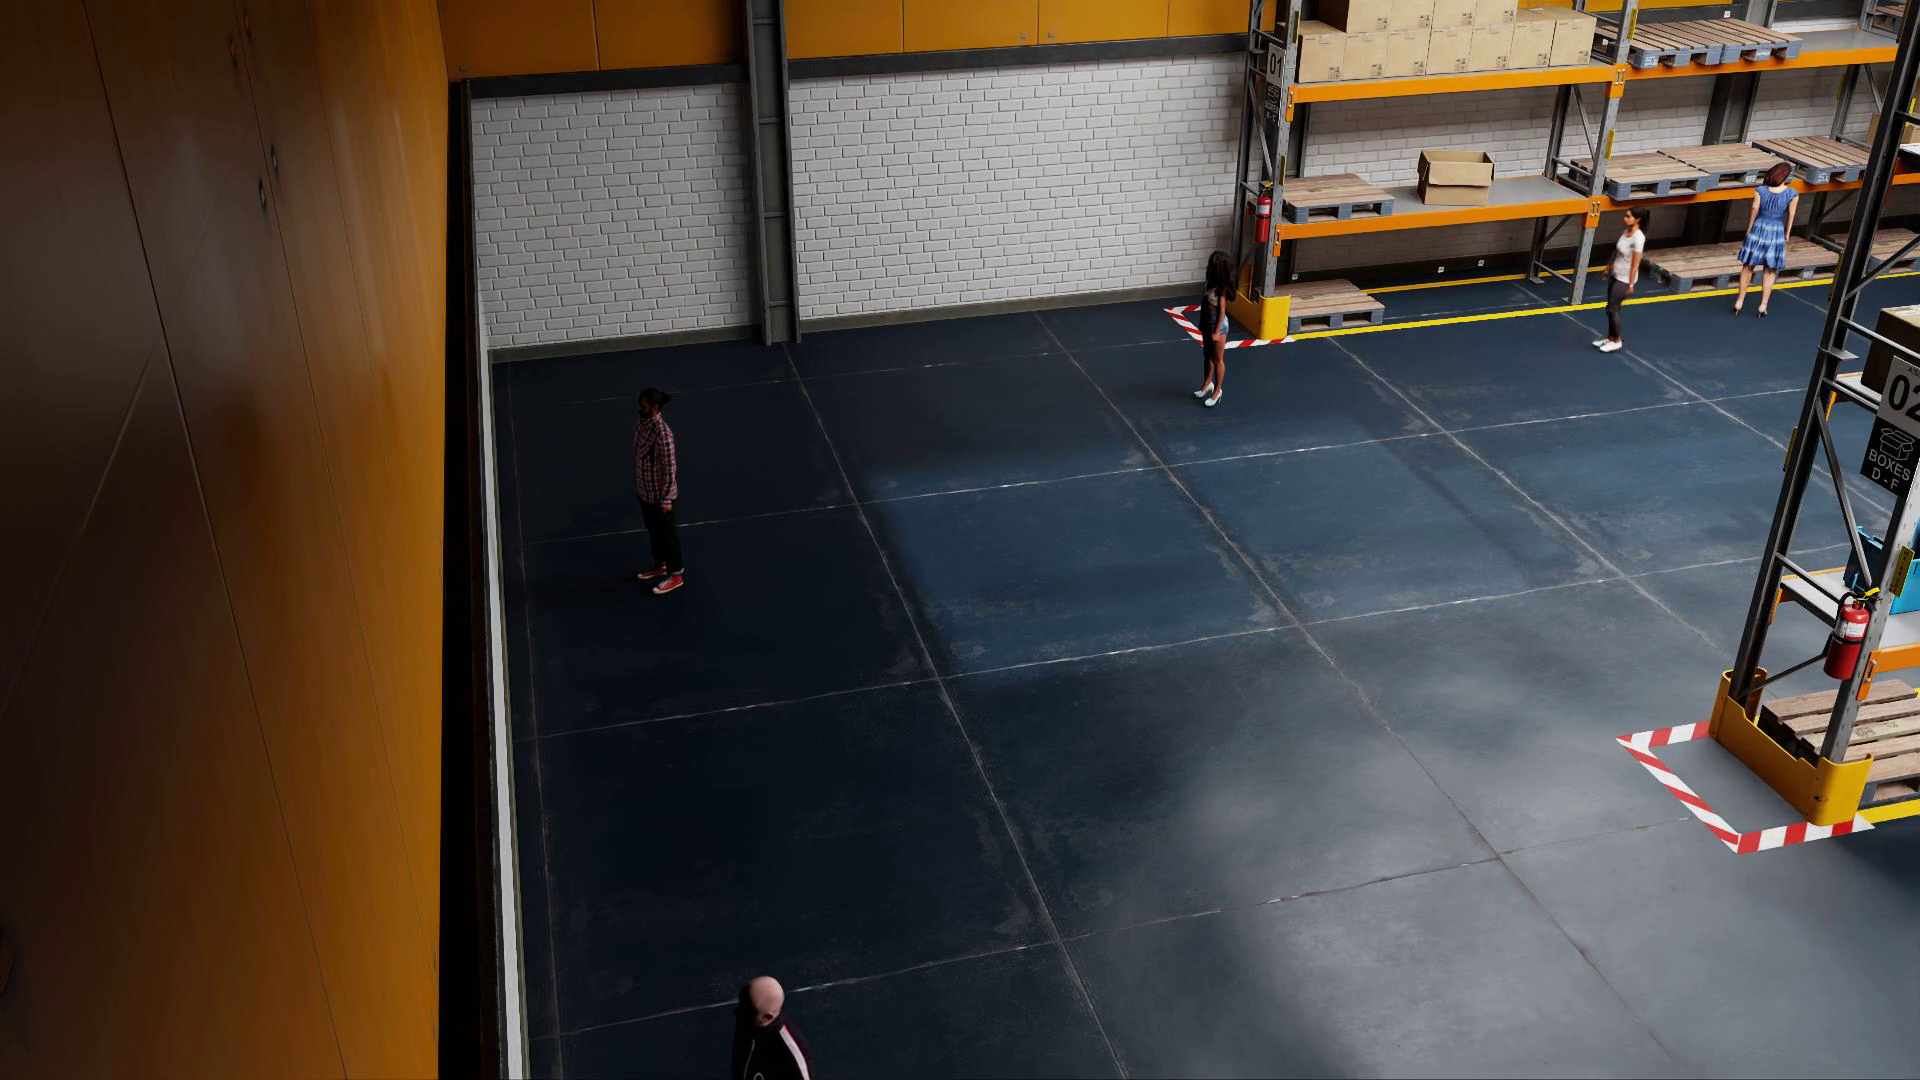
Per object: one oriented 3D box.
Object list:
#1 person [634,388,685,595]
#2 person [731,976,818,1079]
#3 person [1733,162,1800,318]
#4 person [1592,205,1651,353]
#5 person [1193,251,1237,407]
[{"bbox_3d":[-2.474,-0.427,13.558,0.739,1.761,0.770,-19,34,-30],"label":"person"},{"bbox_3d":[-0.840,2.718,7.715,0.736,1.835,0.769,-22,35,-34],"label":"person"},{"bbox_3d":[9.223,-3.436,19.027,0.736,1.806,0.804,14,32,24],"label":"person"},{"bbox_3d":[7.295,-2.858,18.144,0.662,1.638,0.654,1,29,2],"label":"person"},{"bbox_3d":[2.580,-2.156,16.867,0.553,1.626,0.561,-9,30,-16],"label":"person"}]
